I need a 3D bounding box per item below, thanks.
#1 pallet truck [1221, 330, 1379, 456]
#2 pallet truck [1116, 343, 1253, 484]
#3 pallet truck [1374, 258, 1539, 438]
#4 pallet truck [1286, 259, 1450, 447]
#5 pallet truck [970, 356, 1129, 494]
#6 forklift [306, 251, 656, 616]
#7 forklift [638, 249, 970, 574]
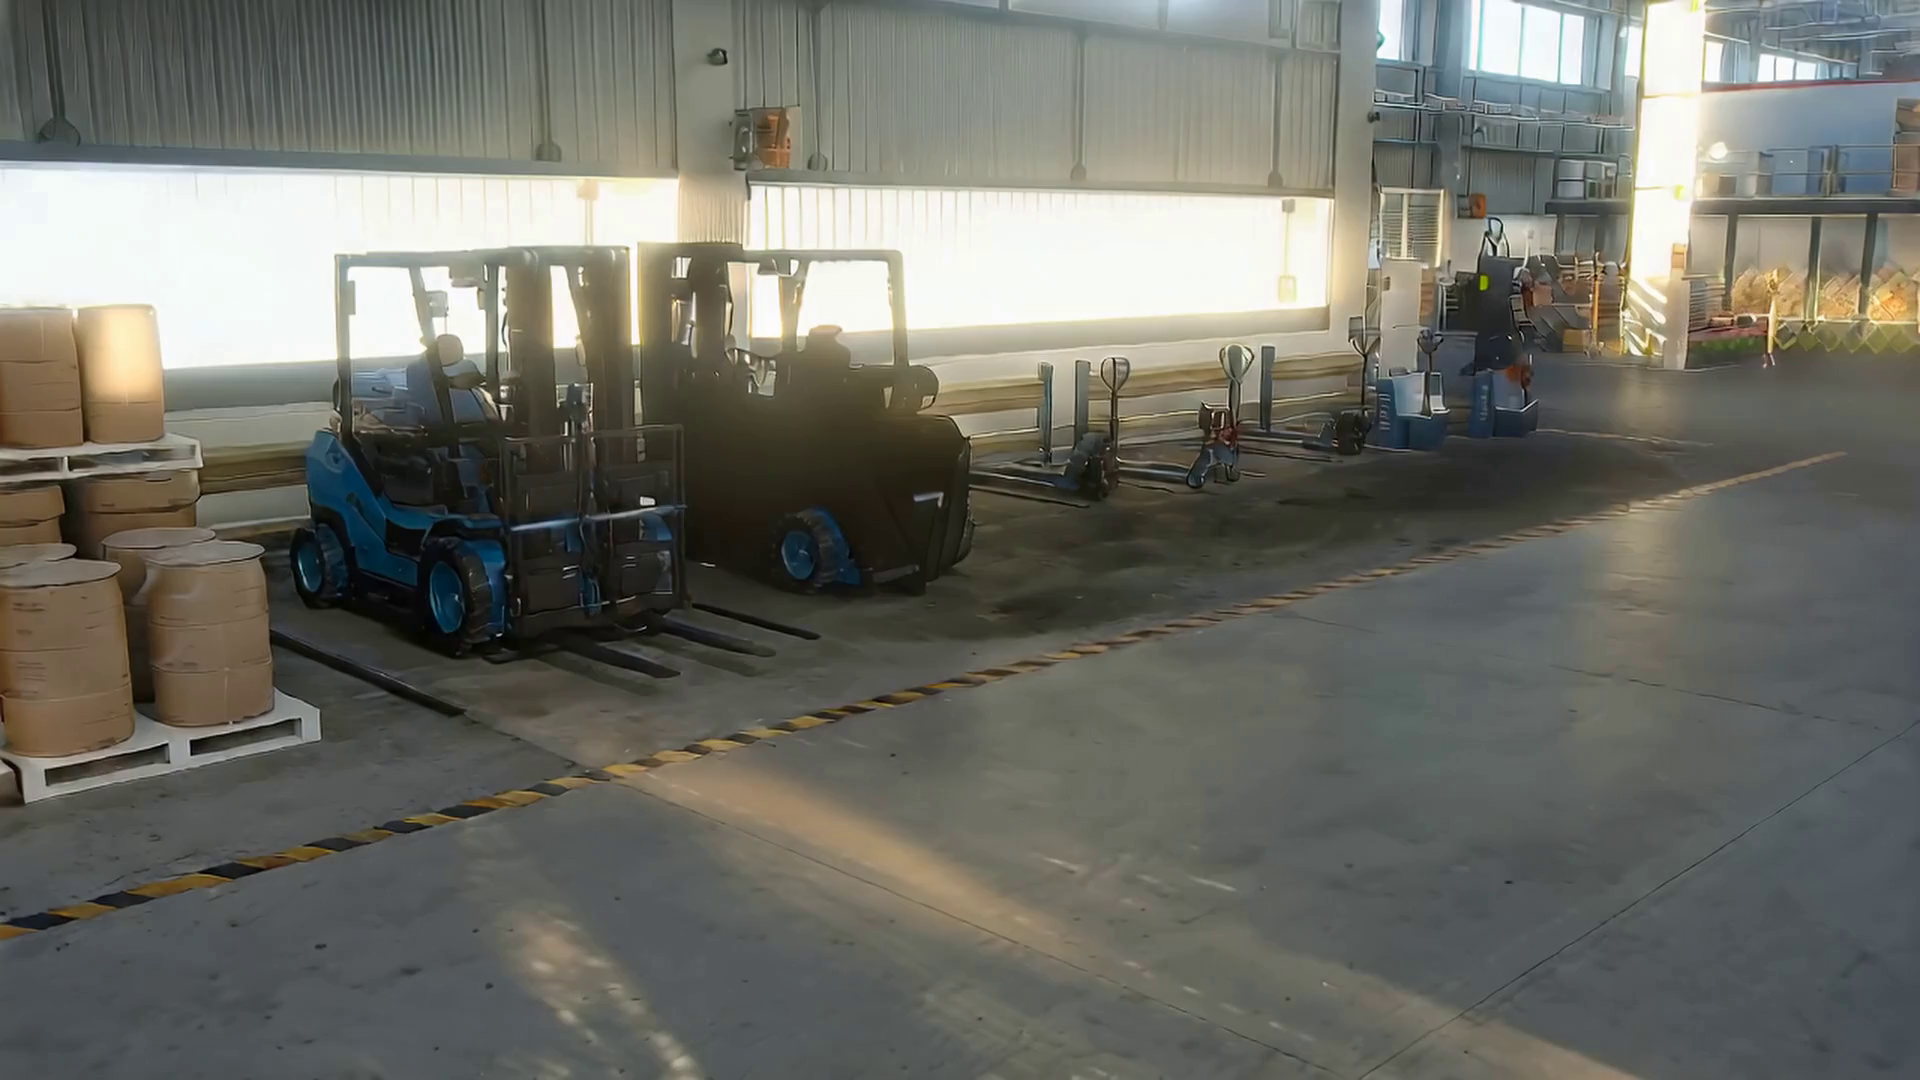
[{"bbox_3d":[3.563,-1.581,17.381,0.653,1.274,1.630,-10,14,-44],"label":"pallet truck"},{"bbox_3d":[1.962,-1.215,15.415,1.522,1.261,0.704,10,14,43],"label":"pallet truck"},{"bbox_3d":[5.704,-2.208,18.901,1.885,1.965,0.823,10,14,43],"label":"pallet truck"},{"bbox_3d":[4.493,-2.078,18.196,0.823,1.965,1.885,-9,14,-40],"label":"pallet truck"},{"bbox_3d":[0.784,-1.085,14.876,0.680,1.201,1.601,-10,14,-44],"label":"pallet truck"},{"bbox_3d":[-2.833,-0.669,9.694,1.157,1.987,2.680,-10,14,-44],"label":"forklift"},{"bbox_3d":[-1.173,-0.958,11.239,2.680,1.987,1.157,10,14,43],"label":"forklift"}]
